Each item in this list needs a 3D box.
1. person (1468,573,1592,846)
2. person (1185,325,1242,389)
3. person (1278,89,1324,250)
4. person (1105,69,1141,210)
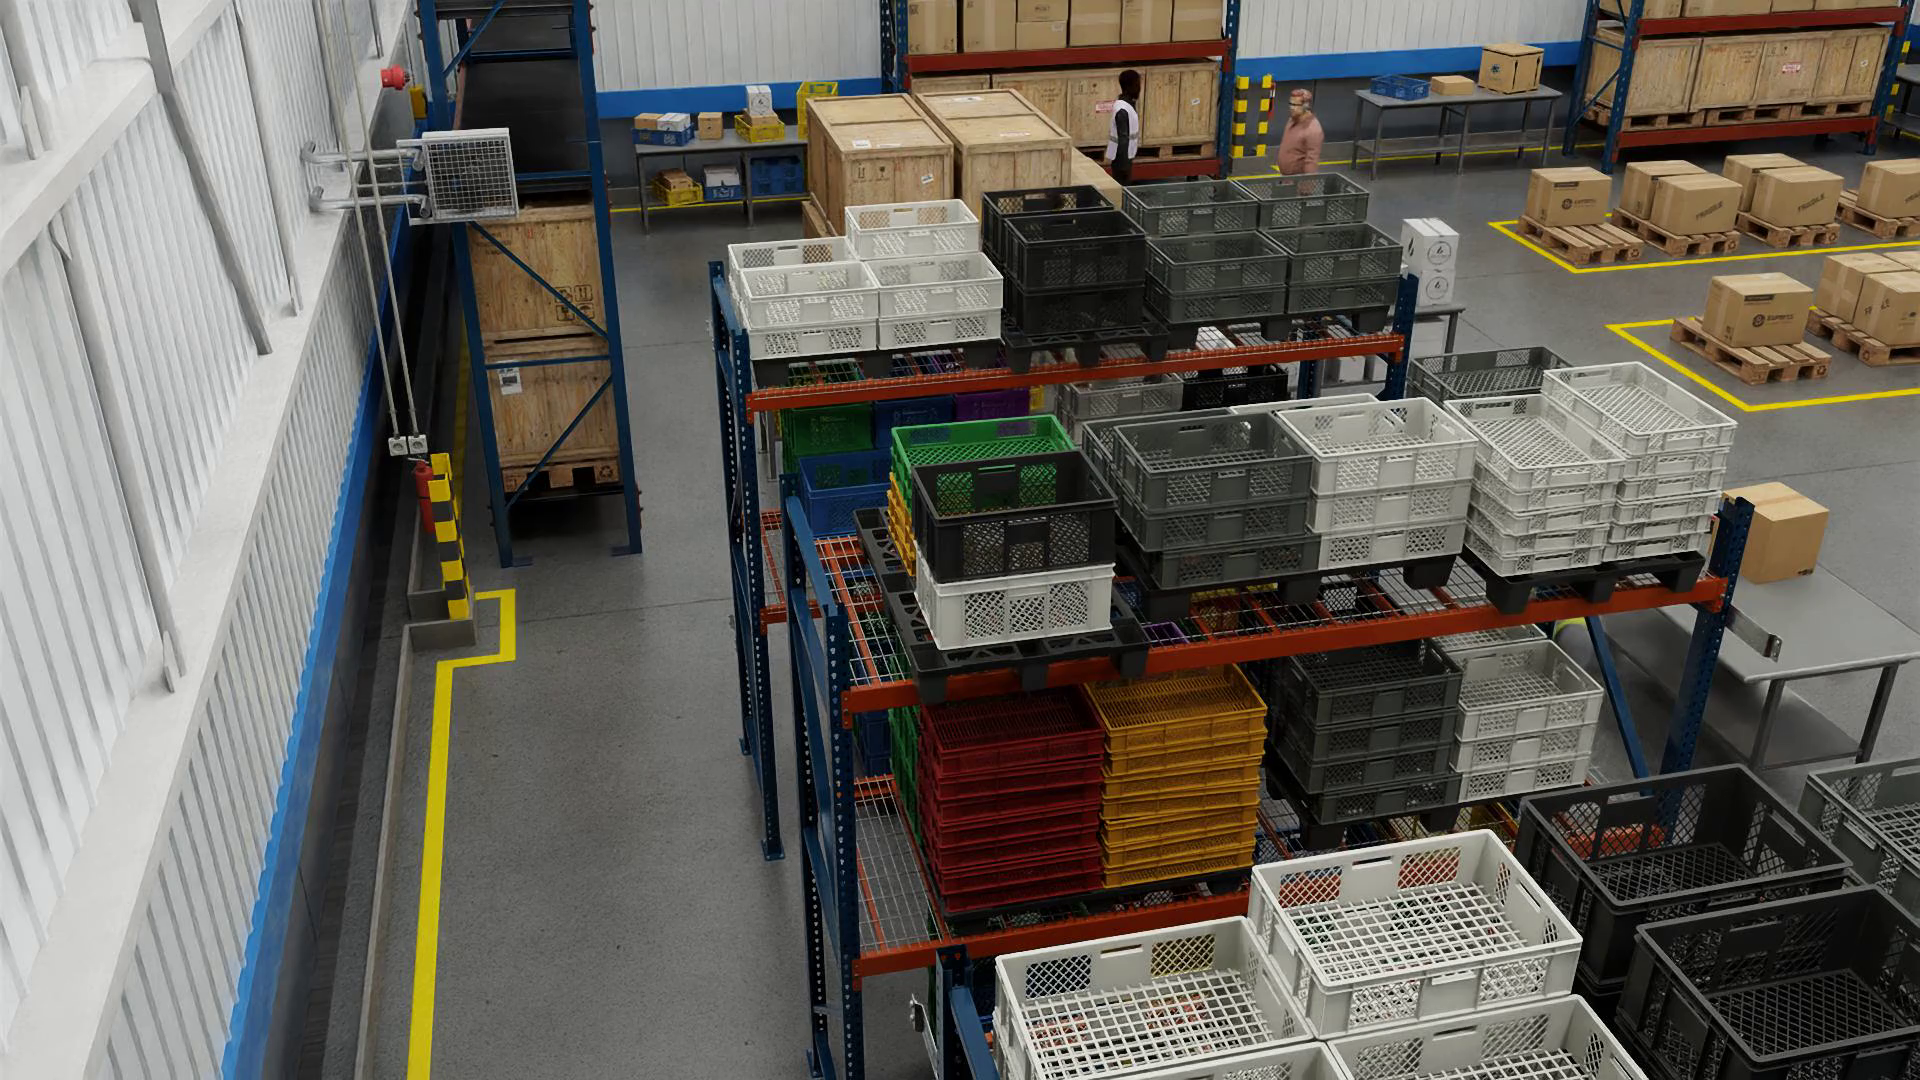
[{"bbox_3d":[3.021,0.812,8.808,0.429,1.842,0.628,-1,28,-2],"label":"person"},{"bbox_3d":[1.849,-0.945,12.090,0.354,1.886,0.572,-14,31,-25],"label":"person"},{"bbox_3d":[3.518,-3.769,17.442,0.399,1.900,0.653,-5,28,-10],"label":"person"},{"bbox_3d":[1.784,-4.164,18.162,0.392,1.922,0.593,3,28,5],"label":"person"}]
